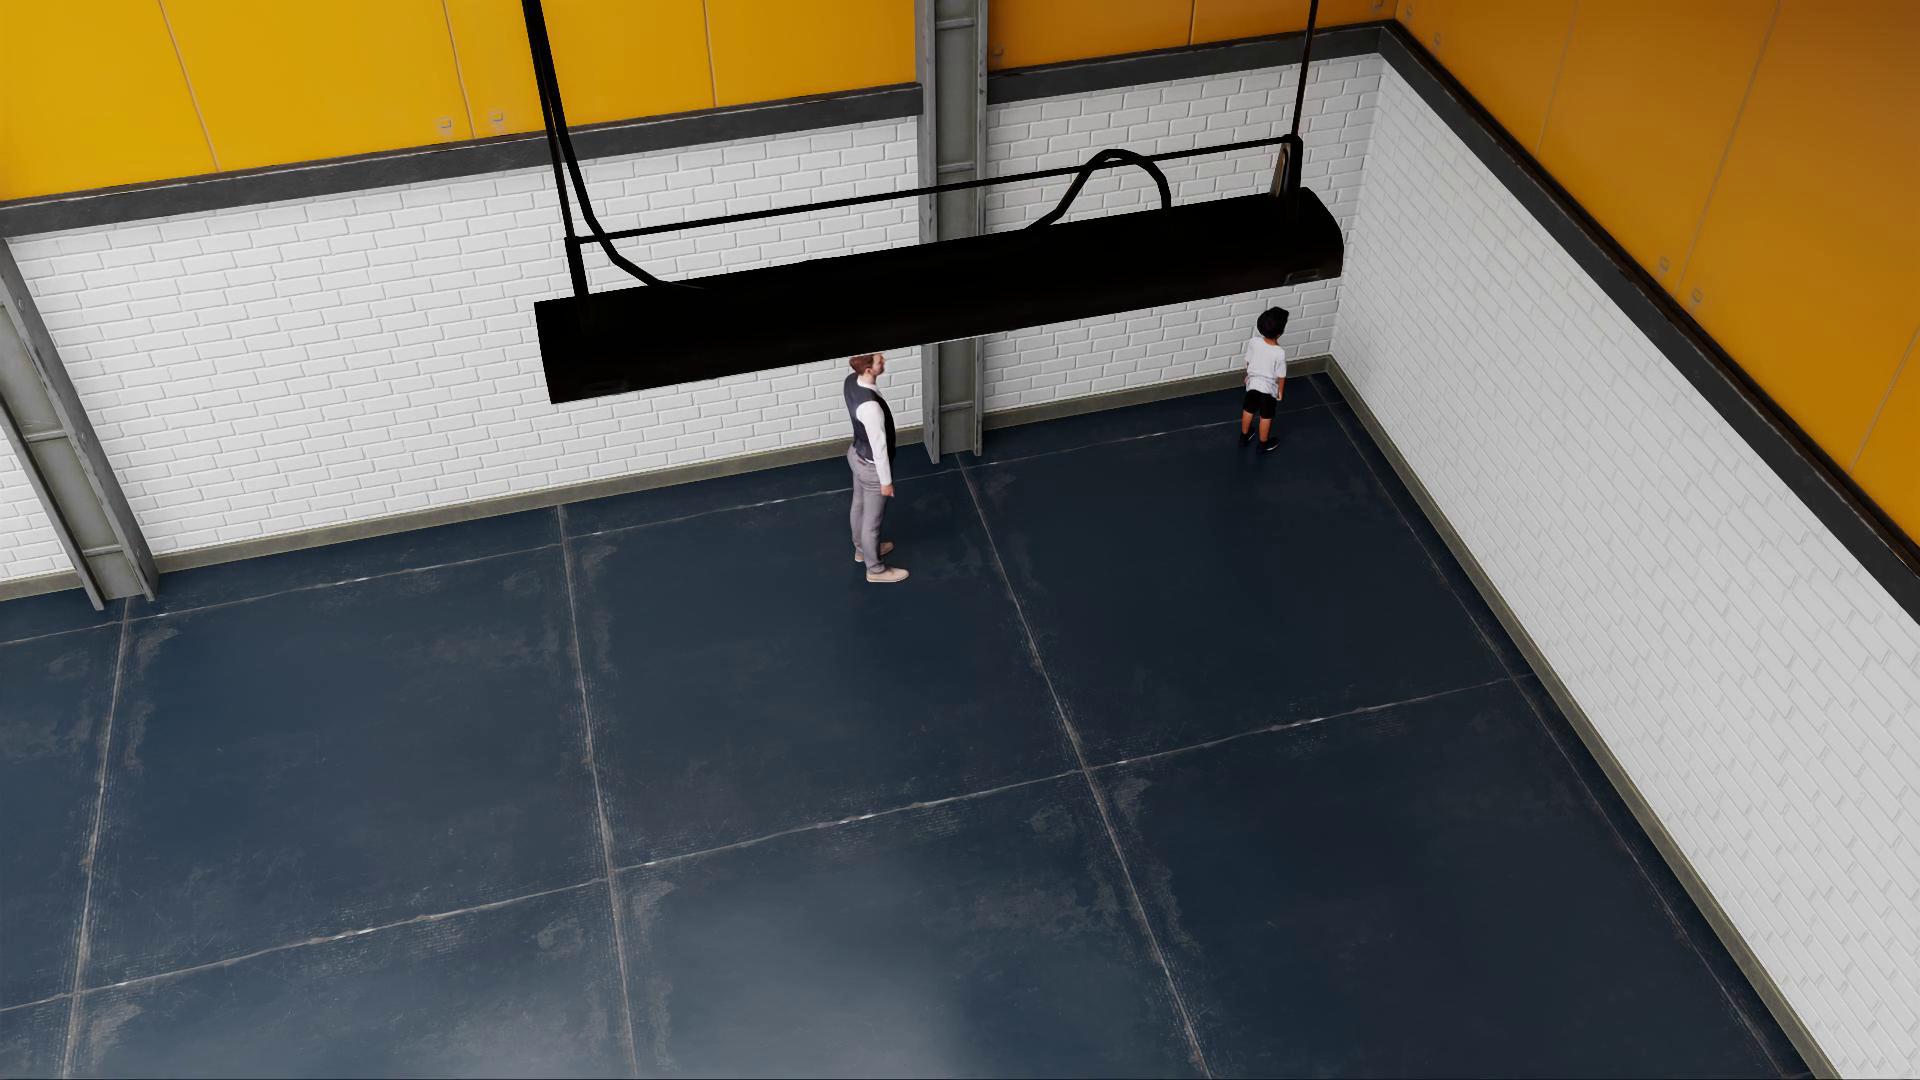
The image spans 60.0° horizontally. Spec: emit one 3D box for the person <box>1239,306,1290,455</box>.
[{"bbox_3d":[2.266,-1.193,12.400,0.571,1.259,0.614,30,51,27],"label":"person"}]

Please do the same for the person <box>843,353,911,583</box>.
[{"bbox_3d":[-0.607,-0.533,11.216,0.574,1.937,0.666,-13,45,-14],"label":"person"}]
